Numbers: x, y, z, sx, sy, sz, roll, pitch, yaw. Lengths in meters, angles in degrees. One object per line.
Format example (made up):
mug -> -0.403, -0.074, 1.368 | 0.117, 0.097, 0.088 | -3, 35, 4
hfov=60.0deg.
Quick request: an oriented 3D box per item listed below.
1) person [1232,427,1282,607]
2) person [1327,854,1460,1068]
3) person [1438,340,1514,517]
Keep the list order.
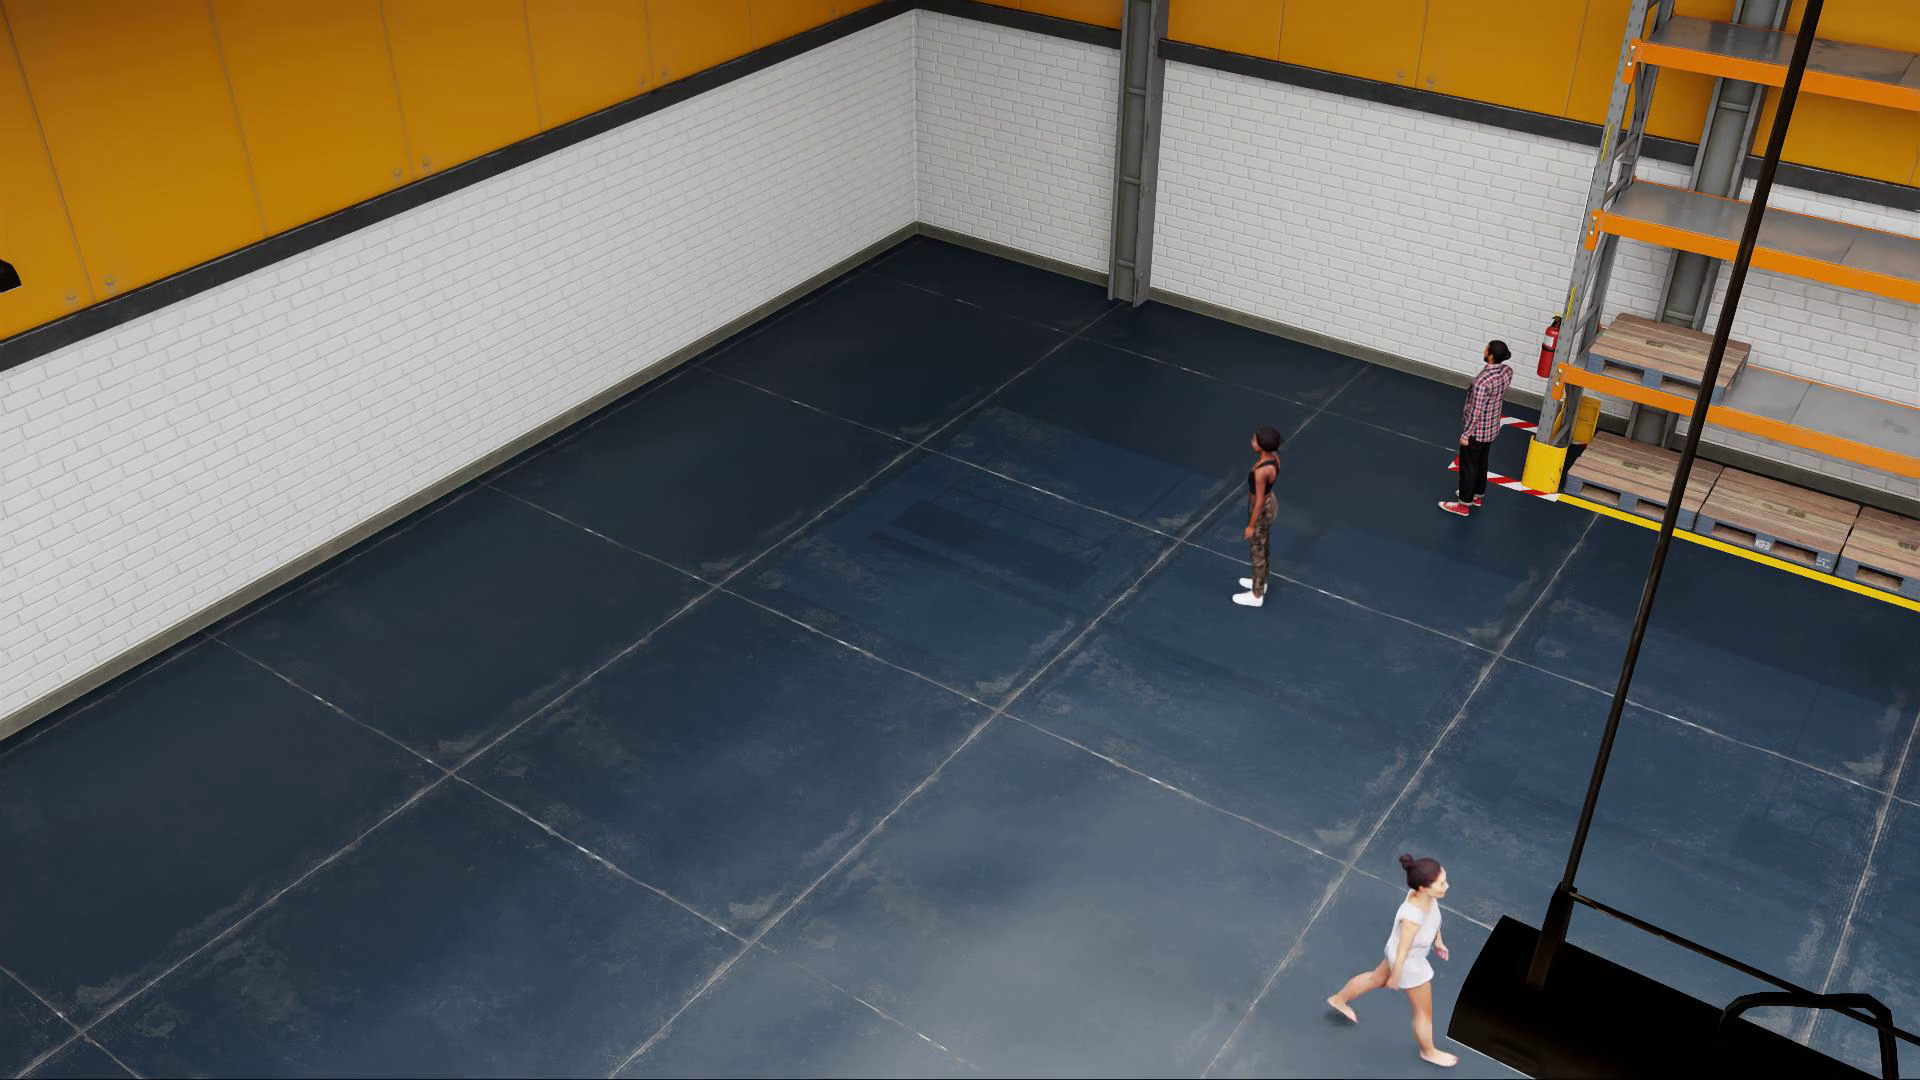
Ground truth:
person -> 2.542, -0.211, 14.059 | 0.579, 1.700, 0.622 | 13, 36, 19
person -> 2.639, 2.500, 10.100 | 1.117, 1.568, 0.725 | 14, 36, 19
person -> 4.775, -1.047, 15.262 | 0.646, 1.761, 0.729 | 28, 43, 35
